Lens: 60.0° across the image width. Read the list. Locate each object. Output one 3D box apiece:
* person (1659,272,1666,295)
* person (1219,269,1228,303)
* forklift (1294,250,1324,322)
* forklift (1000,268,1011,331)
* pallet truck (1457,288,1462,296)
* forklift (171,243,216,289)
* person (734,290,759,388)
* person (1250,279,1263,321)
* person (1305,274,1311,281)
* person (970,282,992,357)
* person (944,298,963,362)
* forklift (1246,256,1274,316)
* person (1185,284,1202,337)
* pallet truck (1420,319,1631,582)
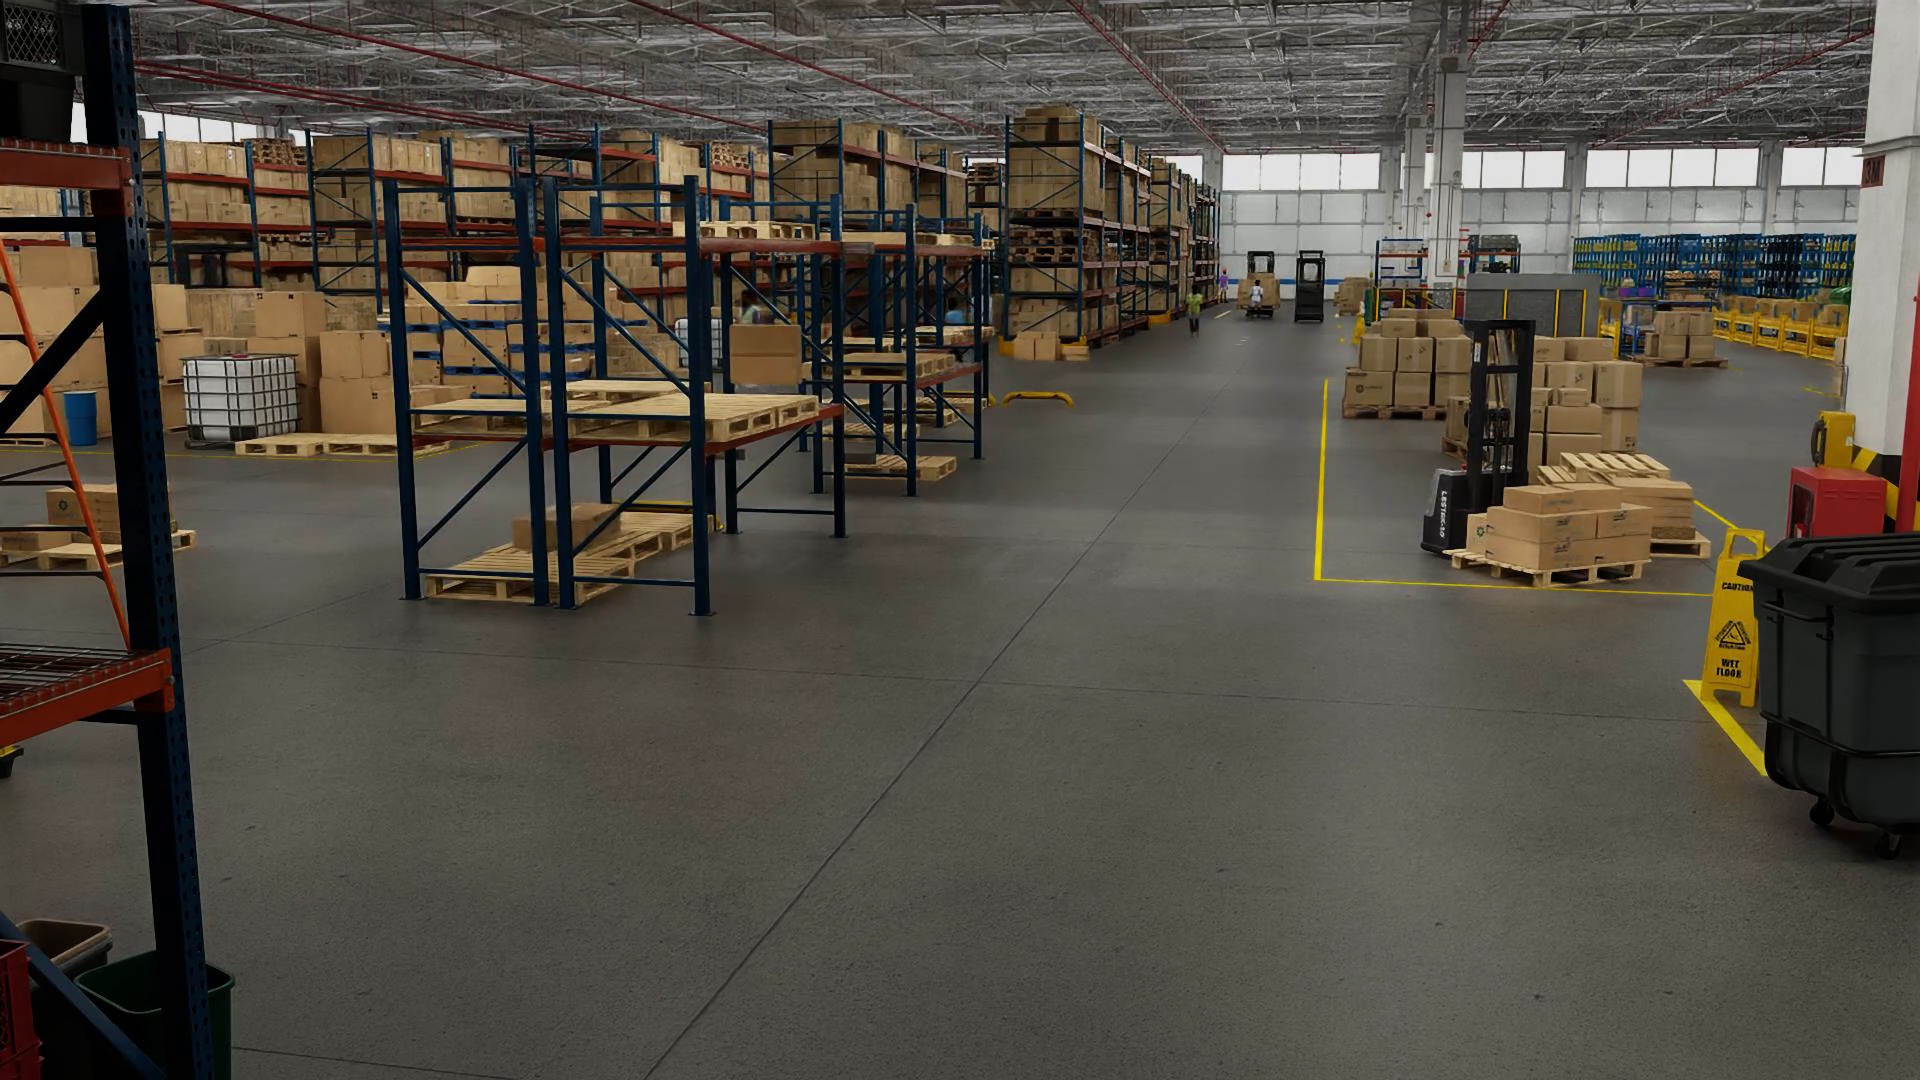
[{"bbox_3d":[36.527,-12.978,86.232,0.595,1.812,0.788,2,10,14],"label":"person"},{"bbox_3d":[14.949,-14.376,94.124,0.543,1.938,0.356,8,13,40],"label":"person"},{"bbox_3d":[13.778,-10.002,65.433,1.129,2.768,1.873,2,10,12],"label":"forklift"},{"bbox_3d":[2.066,-8.290,55.296,1.129,2.768,1.873,2,10,12],"label":"forklift"},{"bbox_3d":[20.506,-9.785,68.819,0.653,1.274,1.630,2,10,12],"label":"pallet truck"},{"bbox_3d":[-16.724,-5.109,36.462,1.873,2.768,1.129,3,10,19],"label":"forklift"},{"bbox_3d":[-4.128,-3.831,31.805,0.601,1.889,0.689,9,13,44],"label":"person"},{"bbox_3d":[11.928,-9.662,66.944,0.541,1.678,0.591,4,10,22],"label":"person"},{"bbox_3d":[18.381,-13.242,88.076,0.490,1.702,0.886,-9,13,-42],"label":"person"},{"bbox_3d":[0.538,-5.511,41.717,0.548,1.919,0.715,-1,10,-9],"label":"person"},{"bbox_3d":[-0.182,-4.357,35.644,0.861,1.647,0.544,7,12,36],"label":"person"},{"bbox_3d":[12.977,-11.065,71.729,1.129,2.768,1.873,2,10,12],"label":"forklift"},{"bbox_3d":[7.382,-7.248,52.669,0.546,1.668,0.636,3,10,15],"label":"person"},{"bbox_3d":[4.543,-0.757,13.299,0.823,1.965,1.885,-4,10,-22],"label":"pallet truck"}]
